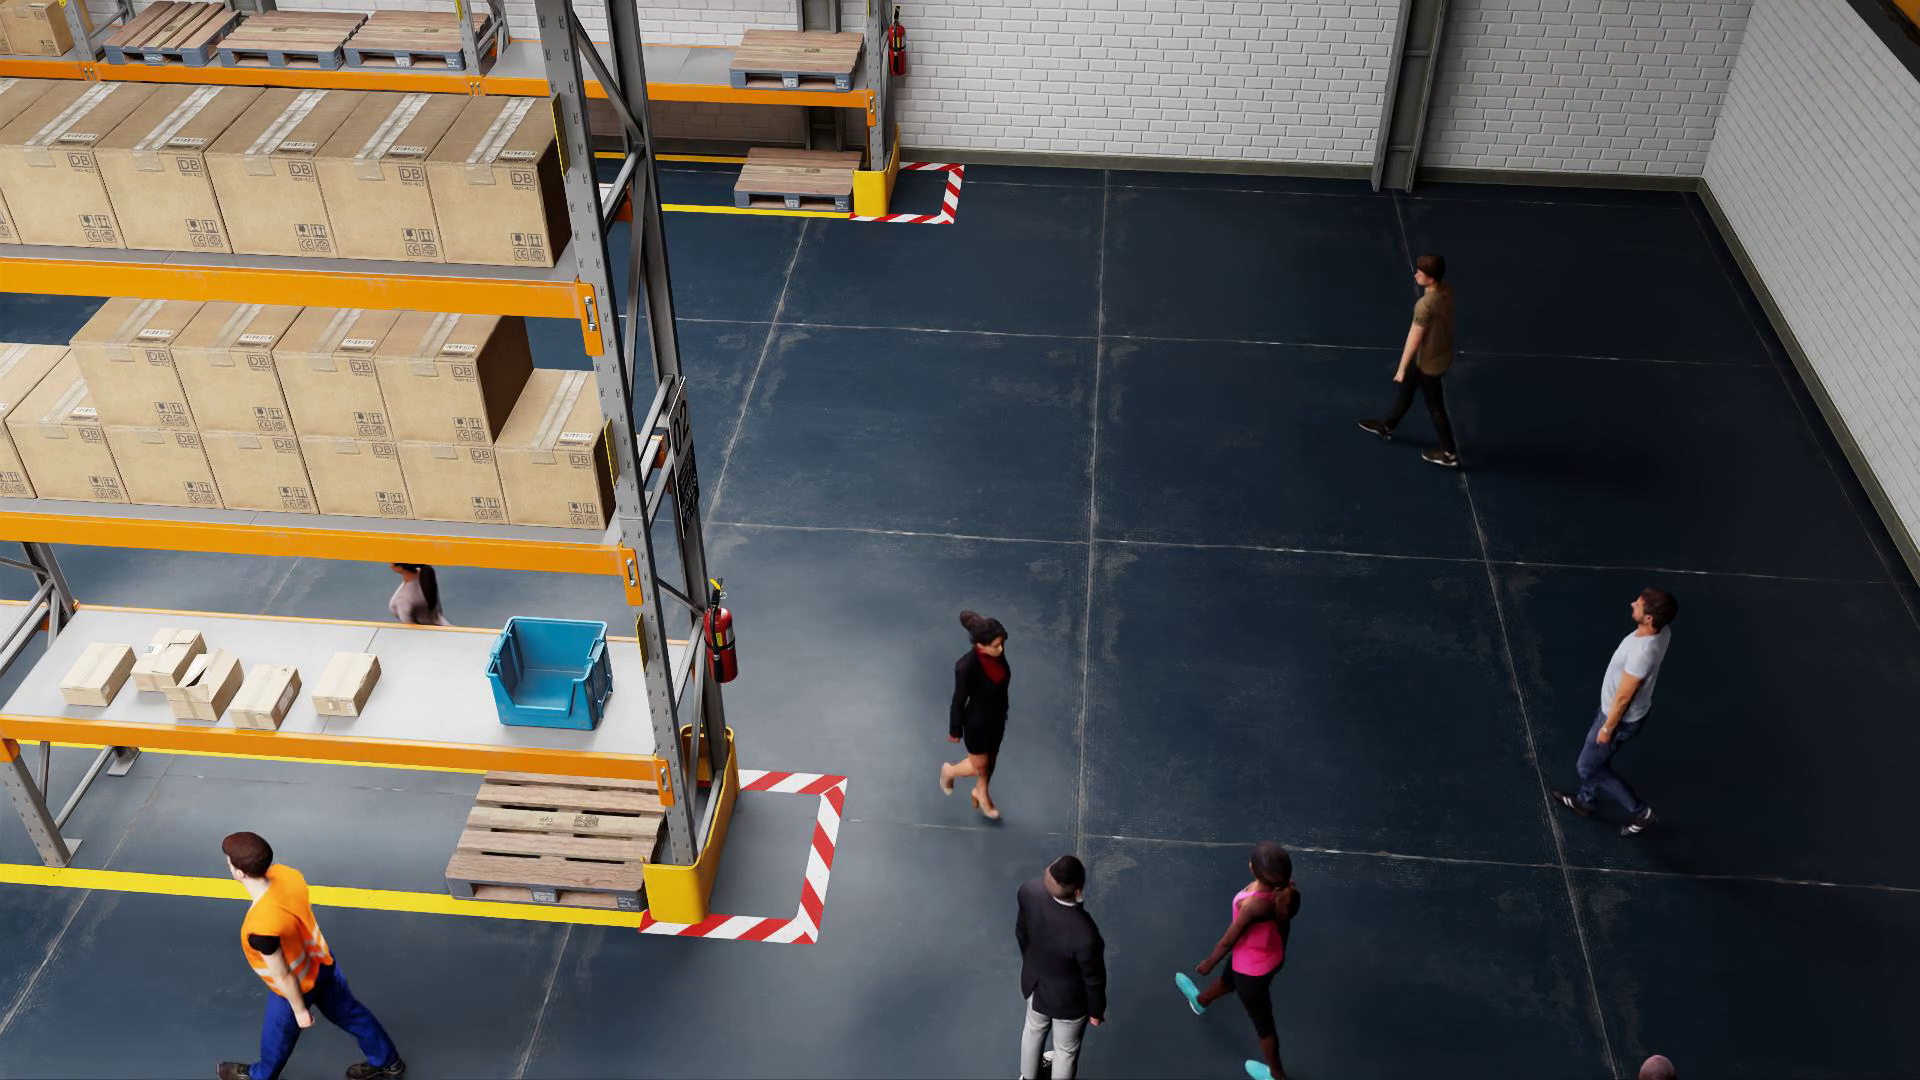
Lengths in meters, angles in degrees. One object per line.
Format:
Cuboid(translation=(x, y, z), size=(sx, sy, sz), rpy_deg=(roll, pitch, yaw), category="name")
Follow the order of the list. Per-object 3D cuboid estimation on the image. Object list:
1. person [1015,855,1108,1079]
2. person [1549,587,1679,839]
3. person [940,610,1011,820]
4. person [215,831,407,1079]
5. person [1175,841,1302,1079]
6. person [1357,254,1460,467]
Cuboid(translation=(0.496, 2.238, 8.461), size=(0.852, 1.953, 0.770), rpy_deg=(-31, 48, -33), category="person")
Cuboid(translation=(4.061, 1.074, 9.997), size=(1.008, 1.856, 0.868), rpy_deg=(22, 43, 25), category="person")
Cuboid(translation=(0.064, 1.083, 10.169), size=(0.824, 1.627, 0.748), rpy_deg=(26, 45, 29), category="person")
Cuboid(translation=(-3.310, 2.223, 8.574), size=(1.222, 1.836, 0.799), rpy_deg=(-3, 39, -4), category="person")
Cuboid(translation=(1.602, 2.269, 8.645), size=(1.020, 1.676, 1.119), rpy_deg=(-31, 48, -33), category="person")
Cuboid(translation=(3.803, -1.390, 13.122), size=(1.231, 1.805, 0.993), rpy_deg=(25, 45, 28), category="person")
